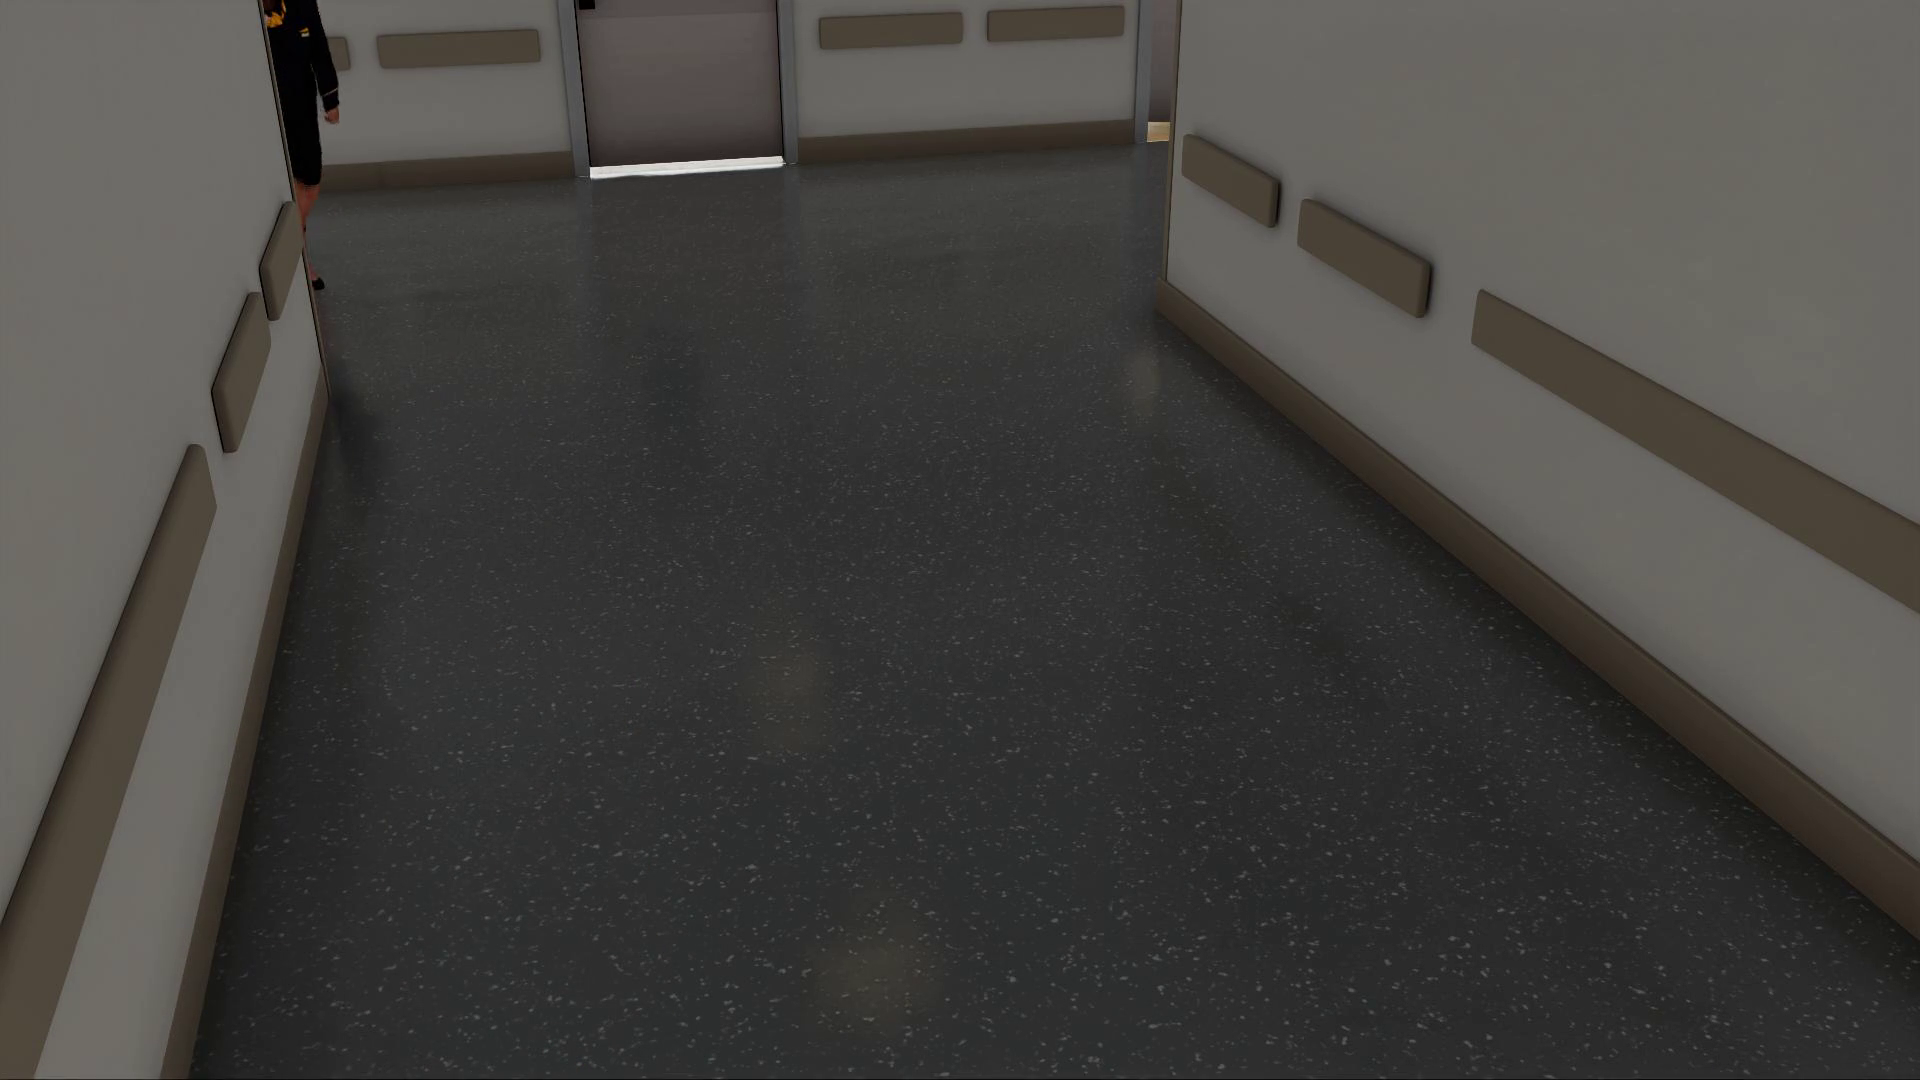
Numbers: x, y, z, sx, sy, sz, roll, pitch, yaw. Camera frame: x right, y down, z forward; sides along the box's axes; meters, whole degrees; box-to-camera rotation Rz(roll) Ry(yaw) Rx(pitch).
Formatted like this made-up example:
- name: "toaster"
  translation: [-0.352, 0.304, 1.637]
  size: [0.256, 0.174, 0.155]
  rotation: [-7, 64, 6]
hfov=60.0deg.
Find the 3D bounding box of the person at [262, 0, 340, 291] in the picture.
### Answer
- name: "person"
  translation: [-3.325, -2.076, 8.127]
  size: [1.061, 1.645, 0.997]
  rotation: [-15, 30, -28]
